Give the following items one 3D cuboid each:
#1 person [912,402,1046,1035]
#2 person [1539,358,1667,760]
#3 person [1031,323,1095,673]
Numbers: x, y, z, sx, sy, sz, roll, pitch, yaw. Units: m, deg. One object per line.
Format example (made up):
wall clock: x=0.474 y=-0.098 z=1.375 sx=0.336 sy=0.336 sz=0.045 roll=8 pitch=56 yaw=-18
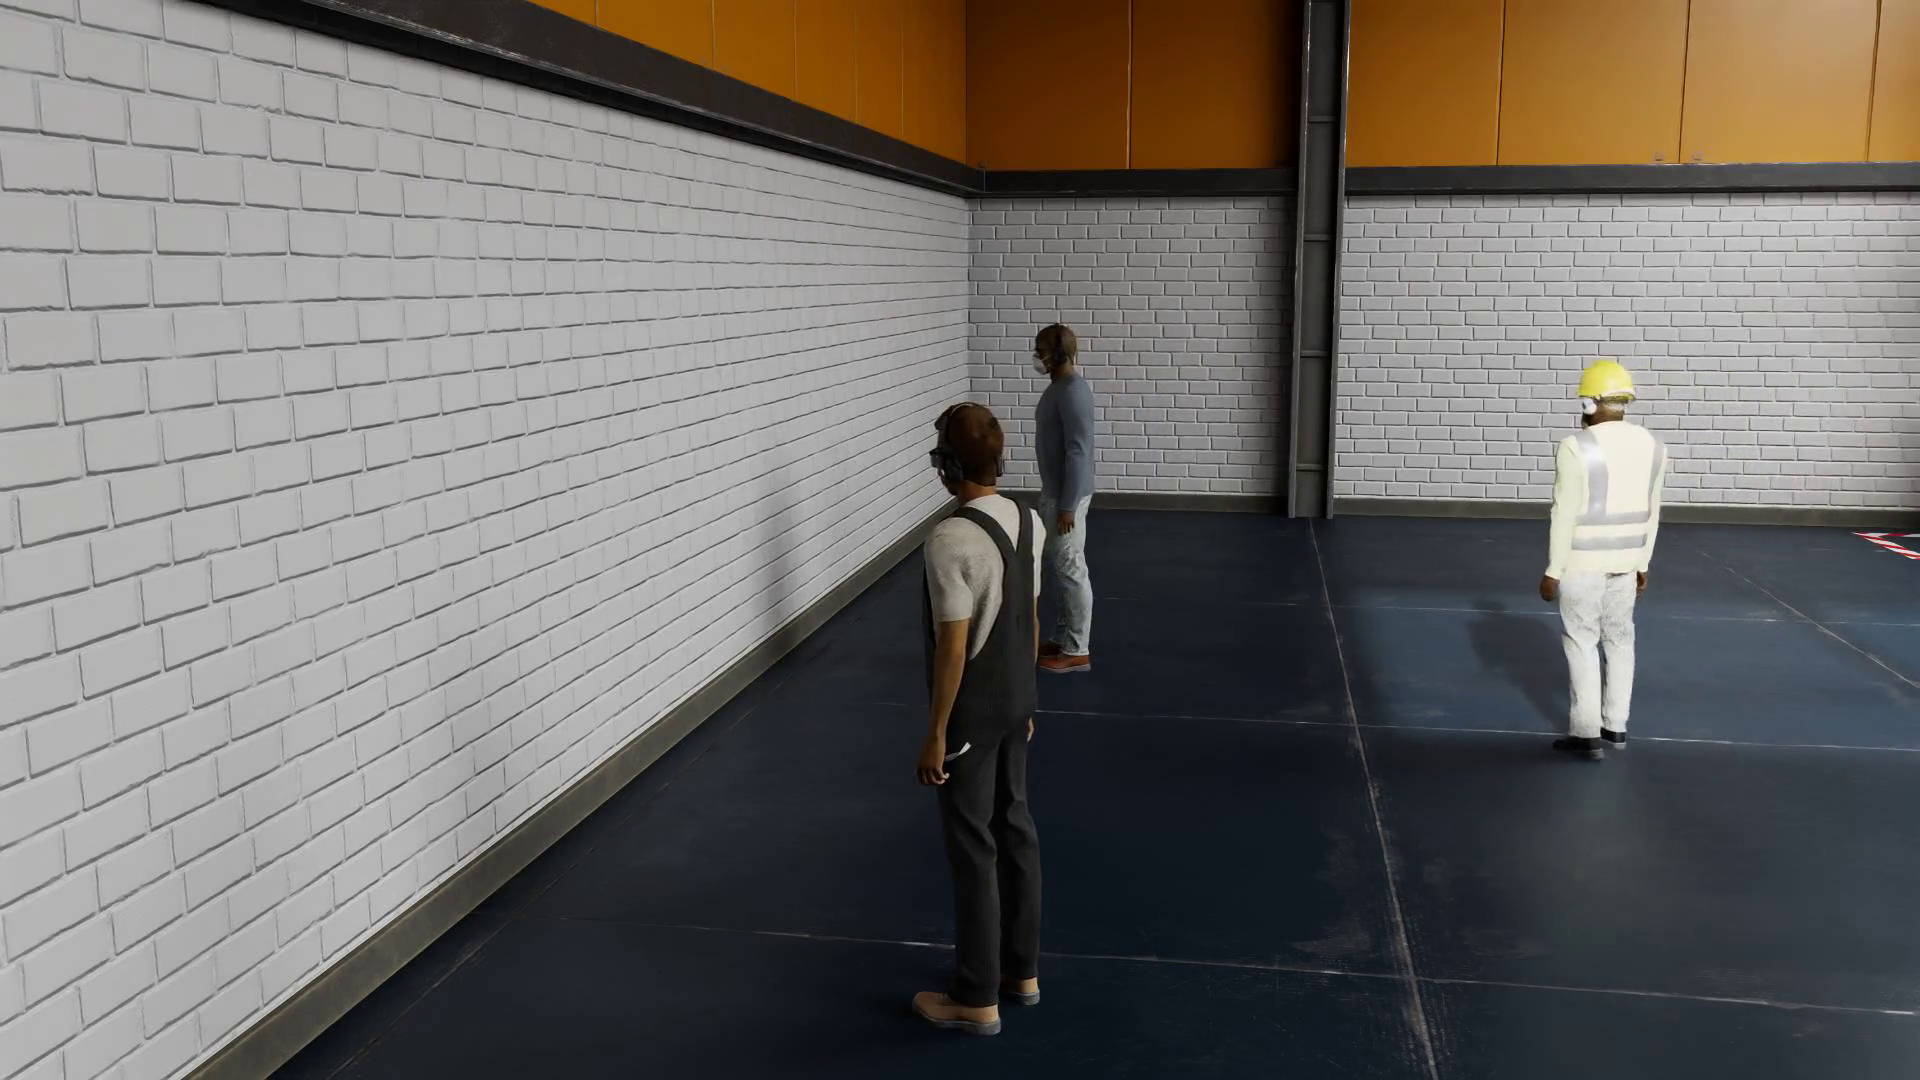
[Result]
person: x=0.057 y=0.519 z=4.878 sx=0.326 sy=1.842 sz=0.515 roll=6 pitch=11 yaw=35
person: x=2.927 y=0.082 z=7.642 sx=0.600 sy=1.835 sz=0.404 roll=-4 pitch=10 yaw=-22
person: x=0.569 y=-0.232 z=9.244 sx=0.355 sy=1.936 sz=0.635 roll=-1 pitch=9 yaw=-5
